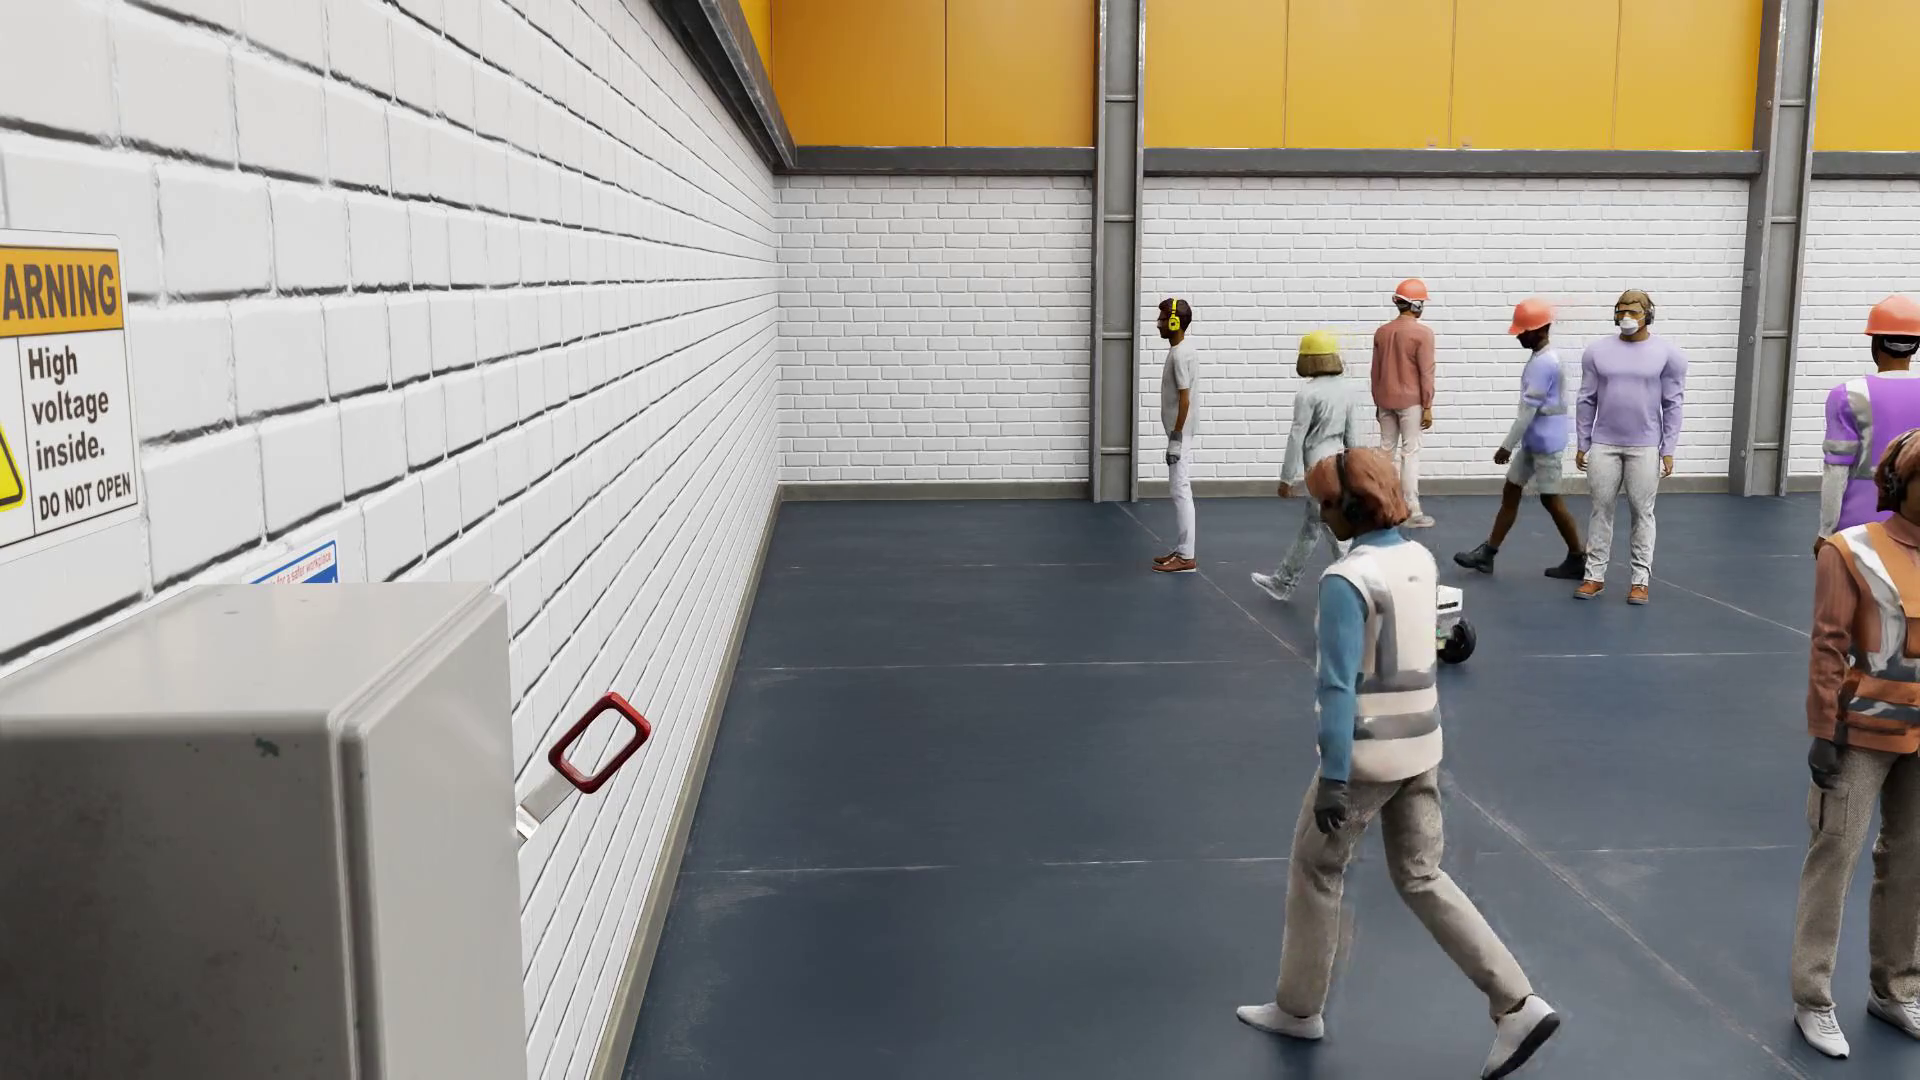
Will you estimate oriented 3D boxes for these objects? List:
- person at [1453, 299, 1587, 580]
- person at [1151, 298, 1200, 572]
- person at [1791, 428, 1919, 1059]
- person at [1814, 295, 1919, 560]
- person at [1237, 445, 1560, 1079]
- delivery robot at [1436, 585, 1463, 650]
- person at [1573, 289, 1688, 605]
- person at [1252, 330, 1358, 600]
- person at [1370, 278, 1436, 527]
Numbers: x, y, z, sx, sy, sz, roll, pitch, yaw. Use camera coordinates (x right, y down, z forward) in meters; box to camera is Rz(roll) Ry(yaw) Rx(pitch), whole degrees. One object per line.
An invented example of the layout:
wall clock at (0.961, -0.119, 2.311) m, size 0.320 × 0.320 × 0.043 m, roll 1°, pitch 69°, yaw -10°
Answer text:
person at (3.811, -0.652, 11.019) m, size 0.878 × 1.873 × 0.552 m, roll 2°, pitch 9°, yaw 10°
person at (1.480, -0.710, 11.355) m, size 0.310 × 1.868 × 0.532 m, roll 2°, pitch 9°, yaw 11°
person at (2.433, 0.522, 4.329) m, size 0.512 × 1.642 × 0.311 m, roll -1°, pitch 9°, yaw -9°
person at (3.967, -0.078, 7.171) m, size 0.544 × 1.939 × 0.355 m, roll 1°, pitch 9°, yaw 6°
person at (1.120, 0.562, 4.201) m, size 0.776 × 1.601 × 0.571 m, roll 9°, pitch 12°, yaw 43°
delivery robot at (2.260, 0.320, 8.707) m, size 0.477 × 0.478 × 0.707 m, roll -7°, pitch 11°, yaw -35°
person at (4.119, -0.574, 10.282) m, size 0.630 × 1.940 × 0.372 m, roll 6°, pitch 11°, yaw 34°
person at (2.124, -0.404, 9.965) m, size 0.497 × 1.685 × 0.919 m, roll -9°, pitch 13°, yaw -44°
person at (3.588, -1.104, 13.429) m, size 0.394 × 1.994 × 0.612 m, roll -6°, pitch 11°, yaw -32°
